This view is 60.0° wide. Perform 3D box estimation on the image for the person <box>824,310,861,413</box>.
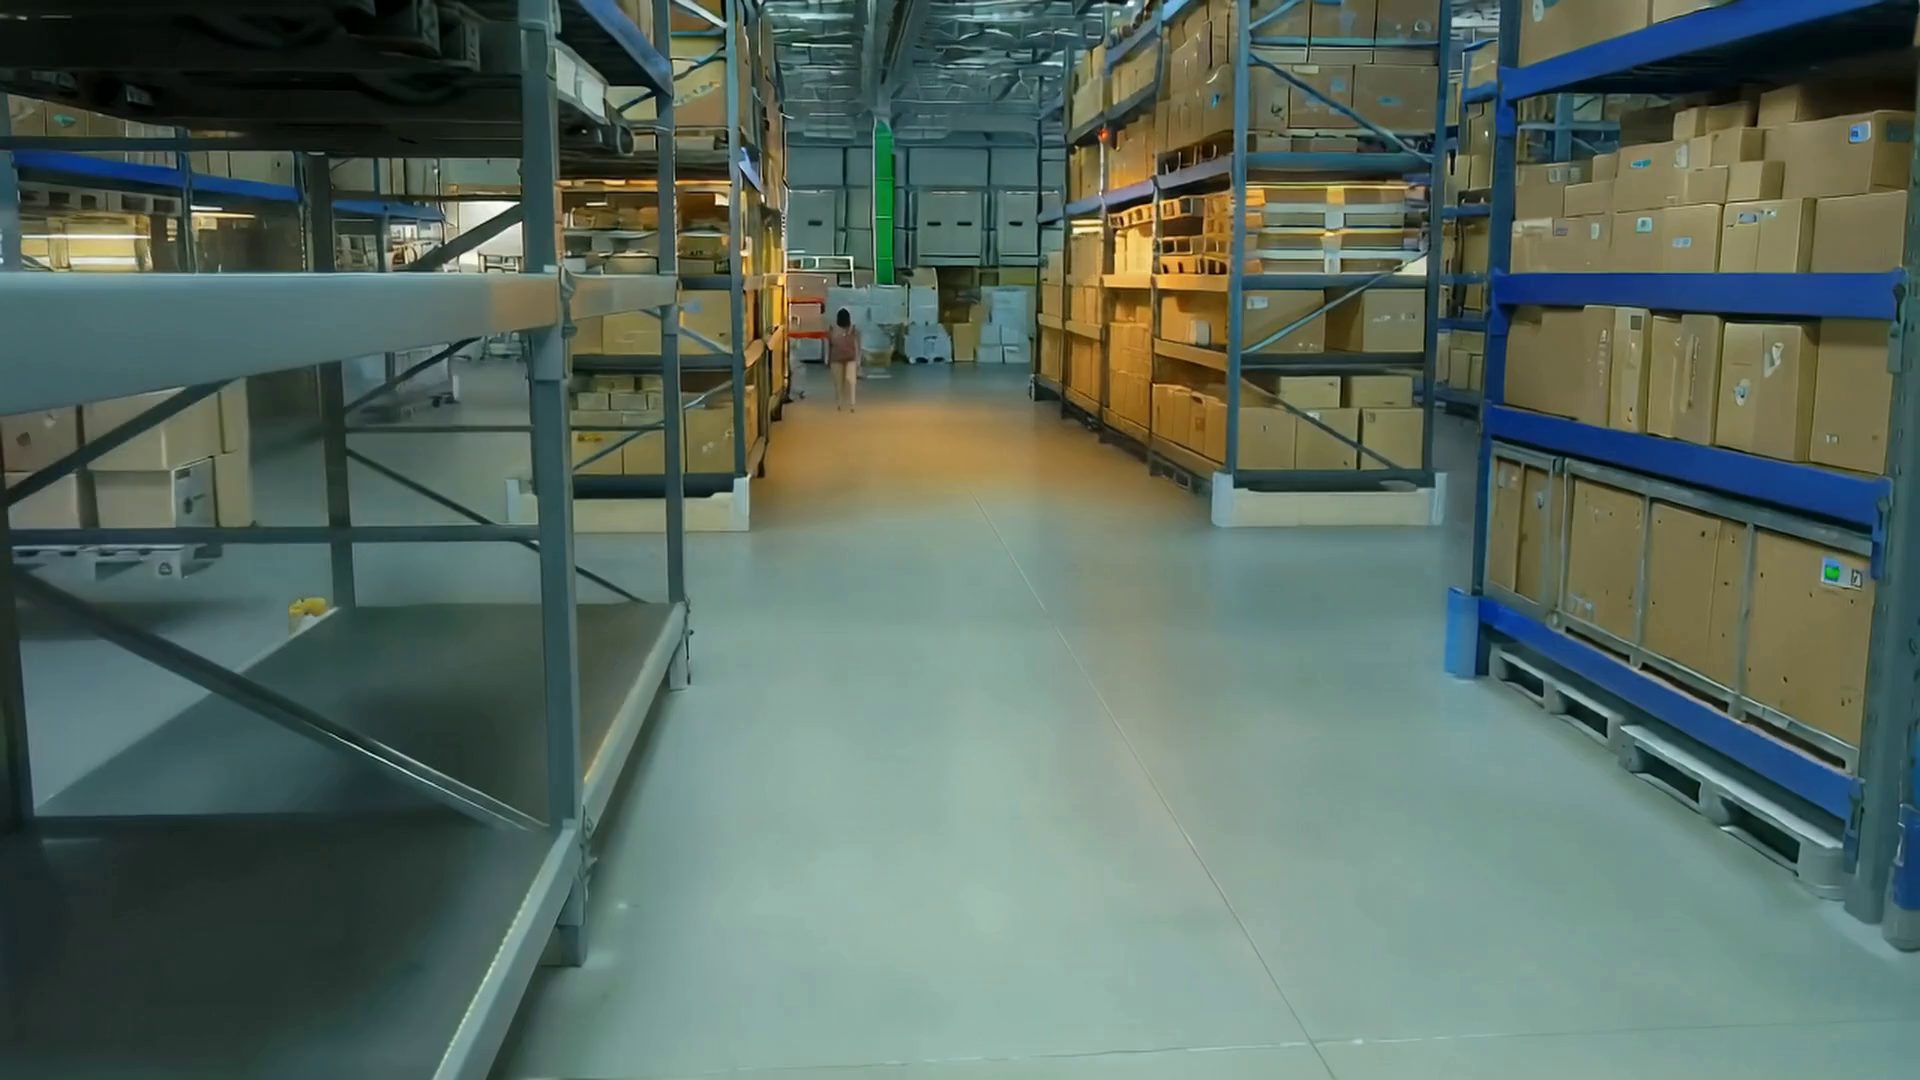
[{"bbox_3d":[-2.044,-3.104,29.028,0.646,1.792,0.960,-1,9,-3],"label":"person"}]
